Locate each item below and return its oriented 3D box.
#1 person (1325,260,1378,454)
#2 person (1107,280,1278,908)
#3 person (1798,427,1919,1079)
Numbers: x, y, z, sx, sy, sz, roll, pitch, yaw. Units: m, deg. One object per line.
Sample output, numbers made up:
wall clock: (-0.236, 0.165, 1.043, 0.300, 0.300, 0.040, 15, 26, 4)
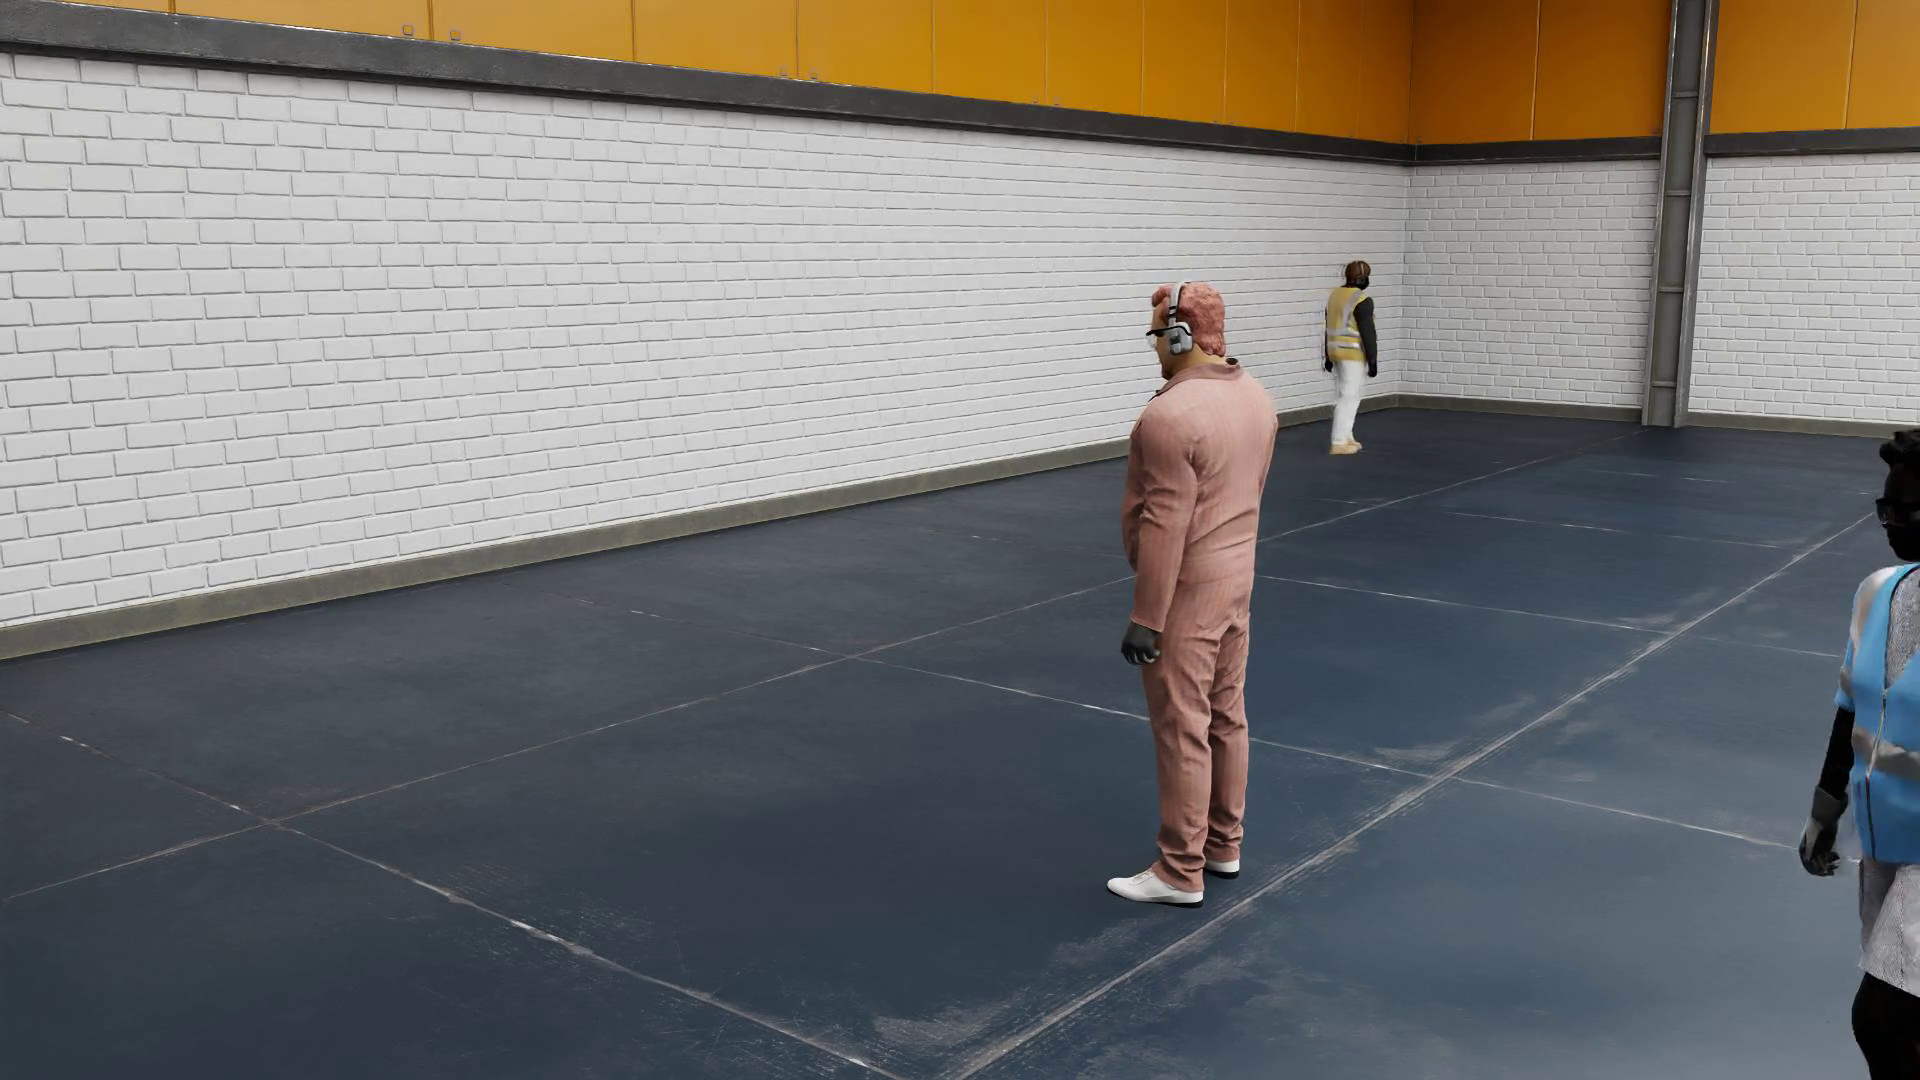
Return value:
person: (3.745, -1.720, 15.745, 0.578, 1.824, 0.663, -3, 11, -18)
person: (0.690, 0.167, 5.091, 0.409, 1.904, 0.639, 7, 13, 35)
person: (1.851, 0.606, 3.249, 0.506, 1.675, 0.565, -1, 10, -4)
